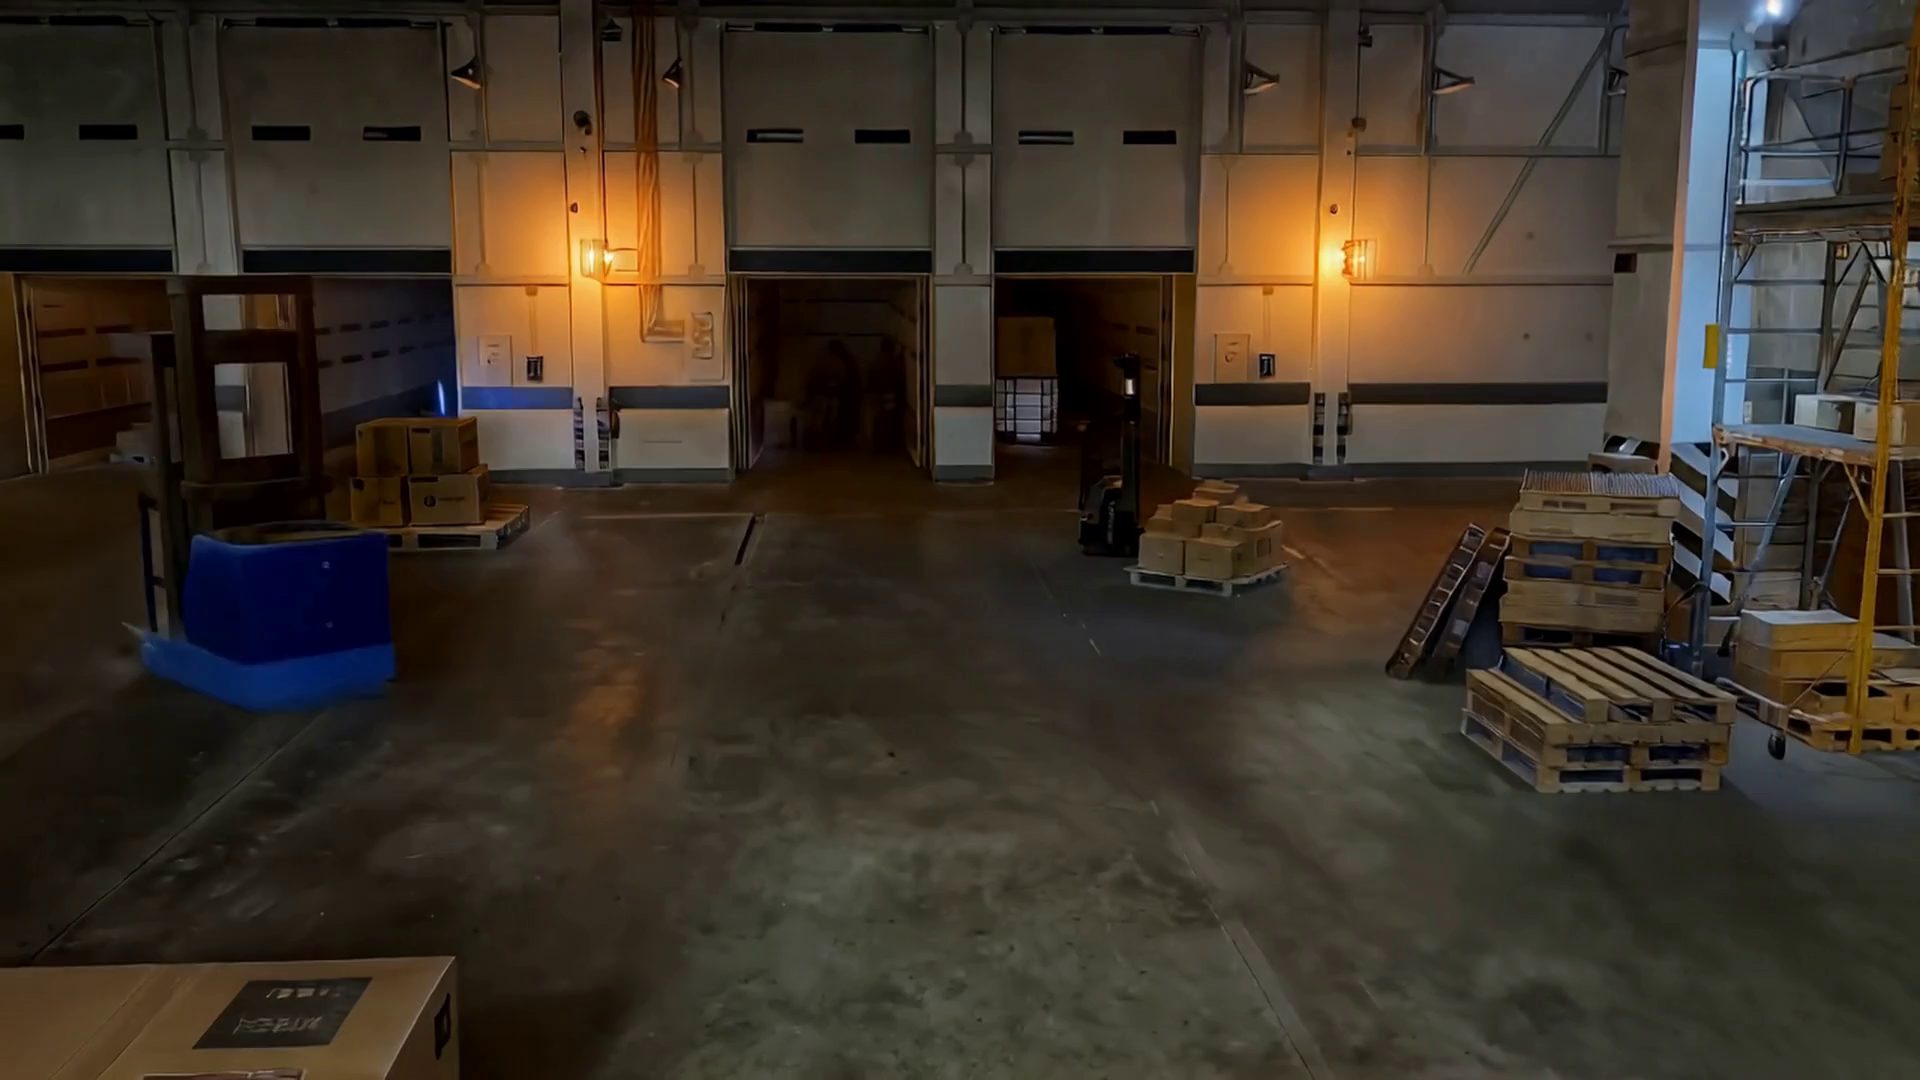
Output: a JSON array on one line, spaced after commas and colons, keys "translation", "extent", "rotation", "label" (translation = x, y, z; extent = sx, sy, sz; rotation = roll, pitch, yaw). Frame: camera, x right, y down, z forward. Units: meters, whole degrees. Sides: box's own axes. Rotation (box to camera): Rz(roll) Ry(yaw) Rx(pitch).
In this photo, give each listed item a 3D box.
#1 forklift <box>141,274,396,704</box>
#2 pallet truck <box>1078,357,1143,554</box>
[{"translation": [-4.856, -0.439, 11.501], "extent": [1.129, 2.768, 1.873], "rotation": [-9, 12, -43], "label": "forklift"}, {"translation": [2.088, -0.836, 16.757], "extent": [1.885, 1.965, 0.823], "rotation": [2, 9, 13], "label": "pallet truck"}]
